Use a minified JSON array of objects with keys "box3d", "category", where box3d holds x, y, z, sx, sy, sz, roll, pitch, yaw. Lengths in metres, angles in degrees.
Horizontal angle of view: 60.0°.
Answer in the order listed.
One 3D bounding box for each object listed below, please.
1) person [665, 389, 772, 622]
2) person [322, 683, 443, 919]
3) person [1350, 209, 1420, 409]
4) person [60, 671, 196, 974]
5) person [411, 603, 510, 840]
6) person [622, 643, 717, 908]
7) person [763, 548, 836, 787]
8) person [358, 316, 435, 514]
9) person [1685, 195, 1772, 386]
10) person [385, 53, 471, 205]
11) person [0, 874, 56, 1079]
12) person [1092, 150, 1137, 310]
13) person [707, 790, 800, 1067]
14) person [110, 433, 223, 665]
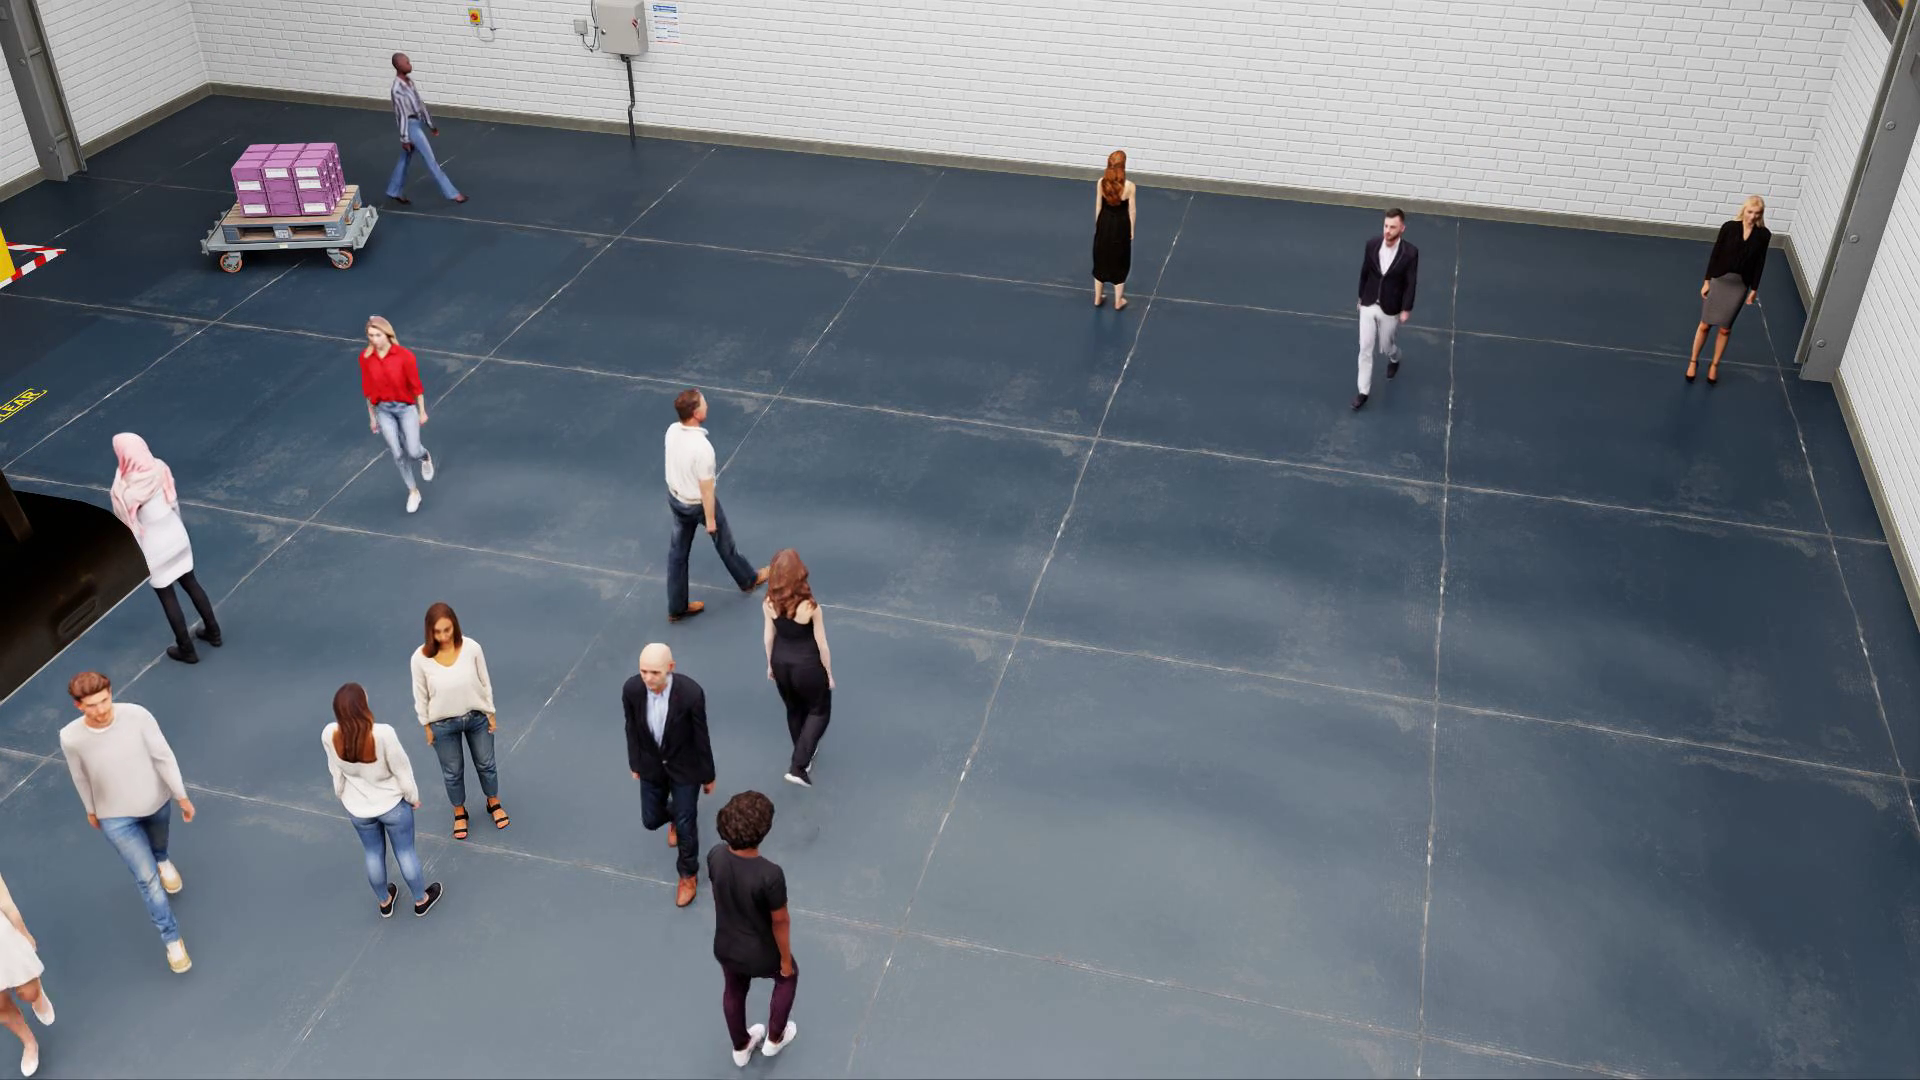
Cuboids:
[{"box3d":[-2.004,-0.211,11.986,1.233,1.821,1.076,-26,42,-34],"category":"person"},{"box3d":[-3.330,1.499,9.533,0.661,1.689,0.617,1,34,2],"category":"person"},{"box3d":[3.798,-2.101,14.830,0.882,1.820,1.141,20,39,28],"category":"person"},{"box3d":[-4.708,1.453,9.459,1.251,1.847,1.228,-22,40,-30],"category":"person"},{"box3d":[-3.059,1.085,10.163,0.695,1.681,0.728,-13,36,-19],"category":"person"},{"box3d":[-1.674,1.284,9.768,0.752,1.787,0.918,4,34,6],"category":"person"},{"box3d":[-1.045,0.855,10.460,0.600,1.735,0.815,8,34,12],"category":"person"},{"box3d":[-4.510,-1.055,13.373,0.747,1.692,0.861,-1,34,-2],"category":"person"},{"box3d":[6.945,-2.263,15.056,0.628,1.841,0.574,13,36,18],"category":"person"},{"box3d":[-6.196,-4.525,18.552,0.978,1.738,1.208,-2,34,-3],"category":"person"},{"box3d":[-5.081,2.054,8.689,0.784,1.701,0.853,-14,36,-21],"category":"person"},{"box3d":[1.509,-3.072,16.470,0.550,1.623,0.551,9,35,13],"category":"person"},{"box3d":[-1.124,2.096,8.570,0.694,1.762,0.640,12,35,17],"category":"person"},{"box3d":[-5.558,0.048,11.617,0.722,1.800,0.571,16,37,22],"category":"person"}]
